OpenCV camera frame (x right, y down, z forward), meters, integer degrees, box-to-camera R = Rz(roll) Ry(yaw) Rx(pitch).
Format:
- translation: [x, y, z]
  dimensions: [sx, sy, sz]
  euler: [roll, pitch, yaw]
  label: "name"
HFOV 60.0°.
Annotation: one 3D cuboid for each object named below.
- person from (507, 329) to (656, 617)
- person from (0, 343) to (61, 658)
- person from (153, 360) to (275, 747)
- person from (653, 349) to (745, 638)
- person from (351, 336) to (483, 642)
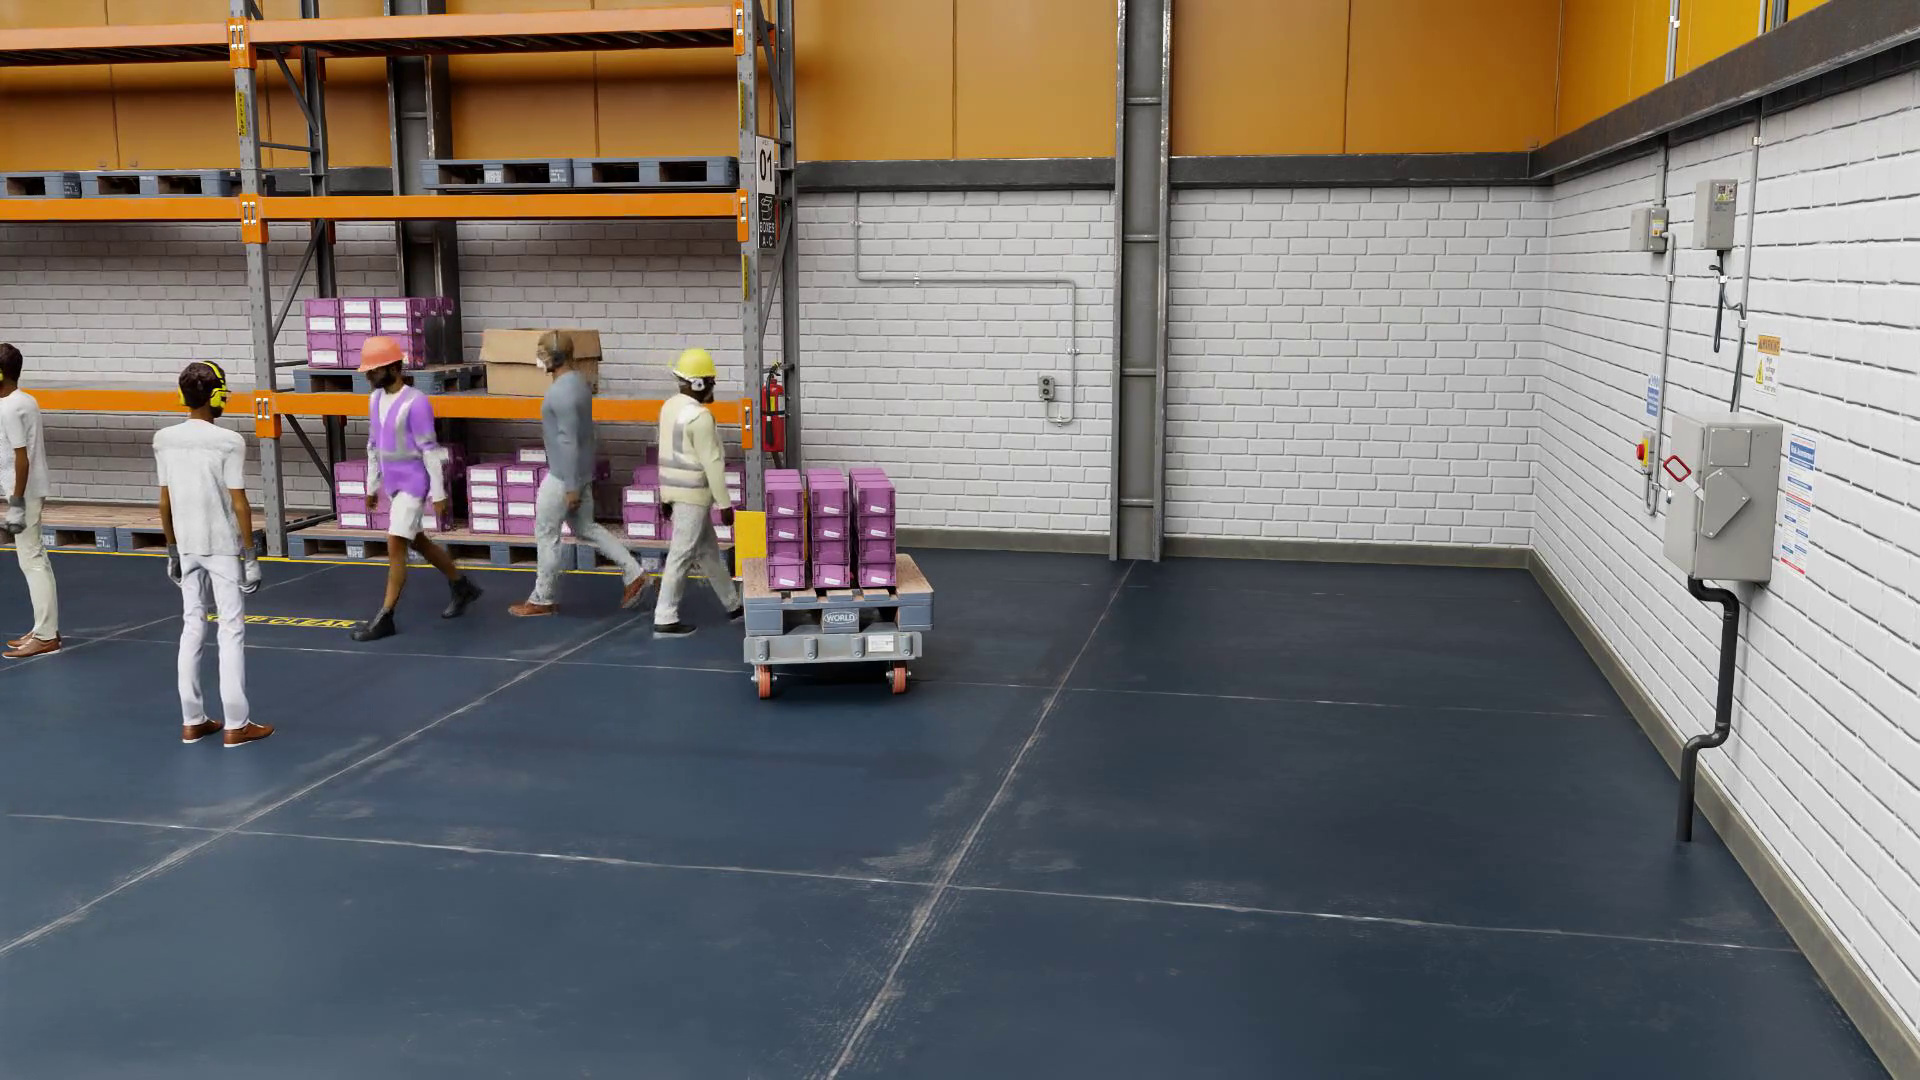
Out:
- translation: [-2.499, -0.428, 10.925]
  dimensions: [0.920, 1.908, 0.649]
  euler: [0, 9, -2]
  label: "person"
- translation: [-5.568, -0.231, 9.842]
  dimensions: [0.336, 1.862, 0.521]
  euler: [-3, 10, -20]
  label: "person"
- translation: [-3.606, 0.072, 8.034]
  dimensions: [0.509, 1.857, 0.315]
  euler: [2, 10, 14]
  label: "person"
- translation: [-1.579, -0.293, 10.421]
  dimensions: [0.848, 1.786, 0.606]
  euler: [-5, 11, -27]
  label: "person"
- translation: [-3.469, -0.356, 10.519]
  dimensions: [0.584, 1.893, 0.944]
  euler: [8, 12, 40]
  label: "person"
